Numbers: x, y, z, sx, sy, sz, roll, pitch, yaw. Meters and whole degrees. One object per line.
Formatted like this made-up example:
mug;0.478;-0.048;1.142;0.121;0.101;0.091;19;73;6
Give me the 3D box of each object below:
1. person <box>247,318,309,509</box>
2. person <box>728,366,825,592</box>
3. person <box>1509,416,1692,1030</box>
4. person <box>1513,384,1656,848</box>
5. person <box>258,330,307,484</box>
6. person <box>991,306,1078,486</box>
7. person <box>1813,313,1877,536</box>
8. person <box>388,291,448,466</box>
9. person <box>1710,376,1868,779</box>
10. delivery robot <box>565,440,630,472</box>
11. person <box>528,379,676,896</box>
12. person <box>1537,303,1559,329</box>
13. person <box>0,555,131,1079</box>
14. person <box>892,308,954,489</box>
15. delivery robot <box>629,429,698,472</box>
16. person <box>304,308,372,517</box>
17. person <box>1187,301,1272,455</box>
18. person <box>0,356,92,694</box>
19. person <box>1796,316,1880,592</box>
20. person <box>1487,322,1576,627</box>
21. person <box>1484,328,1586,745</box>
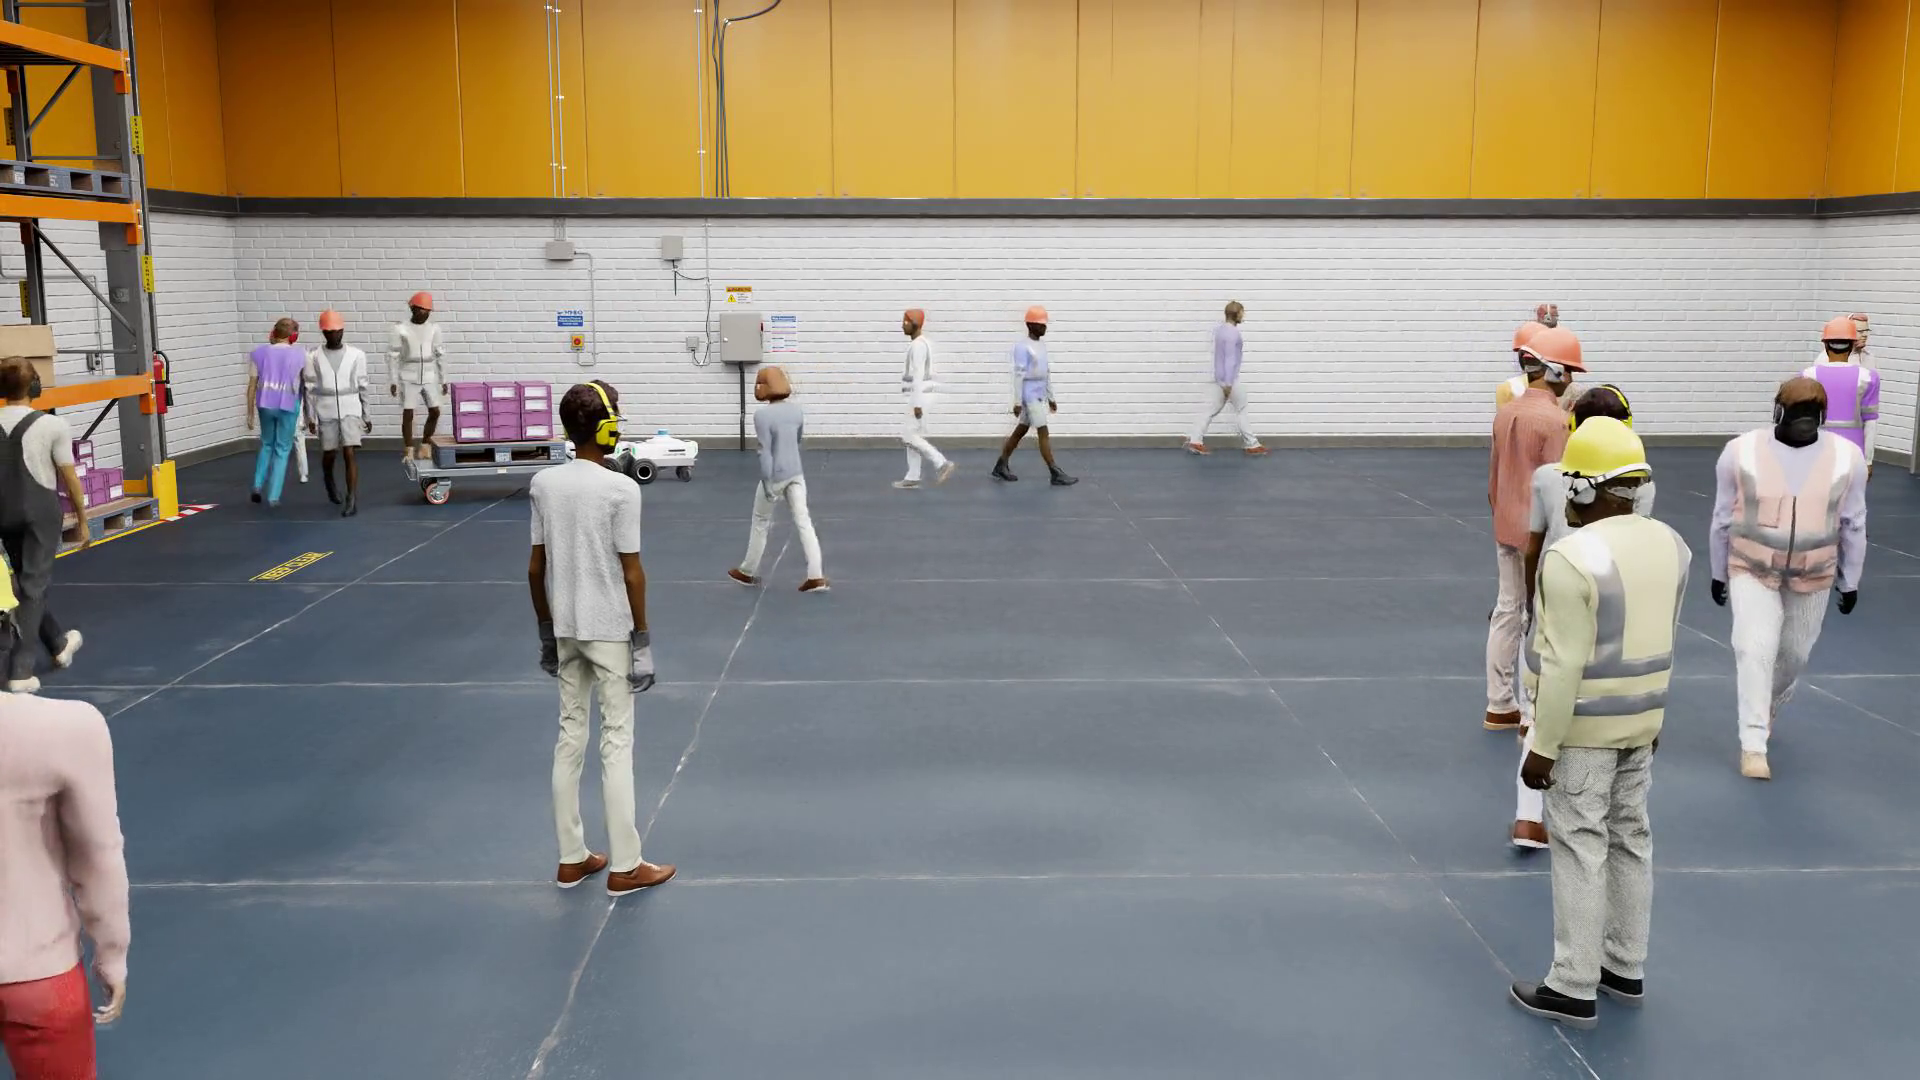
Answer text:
person;-6.439;-1.200;15.793;0.584;1.801;0.563;-1;9;-5
person;-1.279;-0.428;11.721;0.873;1.586;0.497;8;12;39
person;1.906;0.544;5.014;0.597;1.831;0.403;-6;11;-33
person;2.456;0.296;6.586;0.538;1.827;0.967;8;12;40
person;-7.098;-1.392;17.483;0.537;1.638;0.334;-7;12;-37
person;0.757;-1.522;17.553;1.024;1.889;0.562;4;10;24
person;7.455;-0.954;14.004;0.646;1.903;0.401;-4;10;-25
person;-6.254;-1.850;19.184;0.670;2.009;0.499;-8;12;-39
person;3.780;0.134;7.653;0.633;1.808;0.868;3;10;18
delivery robot;-3.899;-0.946;17.769;0.707;0.478;0.477;2;9;12
person;-1.329;0.355;6.058;0.519;1.873;0.335;5;10;28
person;6.414;-1.654;18.300;0.419;1.892;0.672;1;9;6
person;-1.938;0.870;3.293;0.528;1.752;0.598;-3;10;-19
person;-0.399;-1.437;17.051;0.552;1.869;0.583;0;9;2
delivery robot;-3.158;-0.937;17.716;0.707;0.478;0.477;-3;10;-17
person;-5.770;-1.195;15.442;0.560;1.917;0.757;-3;10;-20
person;3.248;-1.950;20.163;1.040;1.894;0.643;-1;9;-6
person;-5.042;-0.100;9.064;0.529;1.792;0.985;-1;9;-5
person;6.139;-0.600;11.715;0.544;1.937;0.358;4;10;25
person;3.610;-0.415;10.583;0.551;1.932;0.376;-2;10;-14
person;2.770;-0.016;7.979;0.392;1.986;0.610;-2;10;-13
